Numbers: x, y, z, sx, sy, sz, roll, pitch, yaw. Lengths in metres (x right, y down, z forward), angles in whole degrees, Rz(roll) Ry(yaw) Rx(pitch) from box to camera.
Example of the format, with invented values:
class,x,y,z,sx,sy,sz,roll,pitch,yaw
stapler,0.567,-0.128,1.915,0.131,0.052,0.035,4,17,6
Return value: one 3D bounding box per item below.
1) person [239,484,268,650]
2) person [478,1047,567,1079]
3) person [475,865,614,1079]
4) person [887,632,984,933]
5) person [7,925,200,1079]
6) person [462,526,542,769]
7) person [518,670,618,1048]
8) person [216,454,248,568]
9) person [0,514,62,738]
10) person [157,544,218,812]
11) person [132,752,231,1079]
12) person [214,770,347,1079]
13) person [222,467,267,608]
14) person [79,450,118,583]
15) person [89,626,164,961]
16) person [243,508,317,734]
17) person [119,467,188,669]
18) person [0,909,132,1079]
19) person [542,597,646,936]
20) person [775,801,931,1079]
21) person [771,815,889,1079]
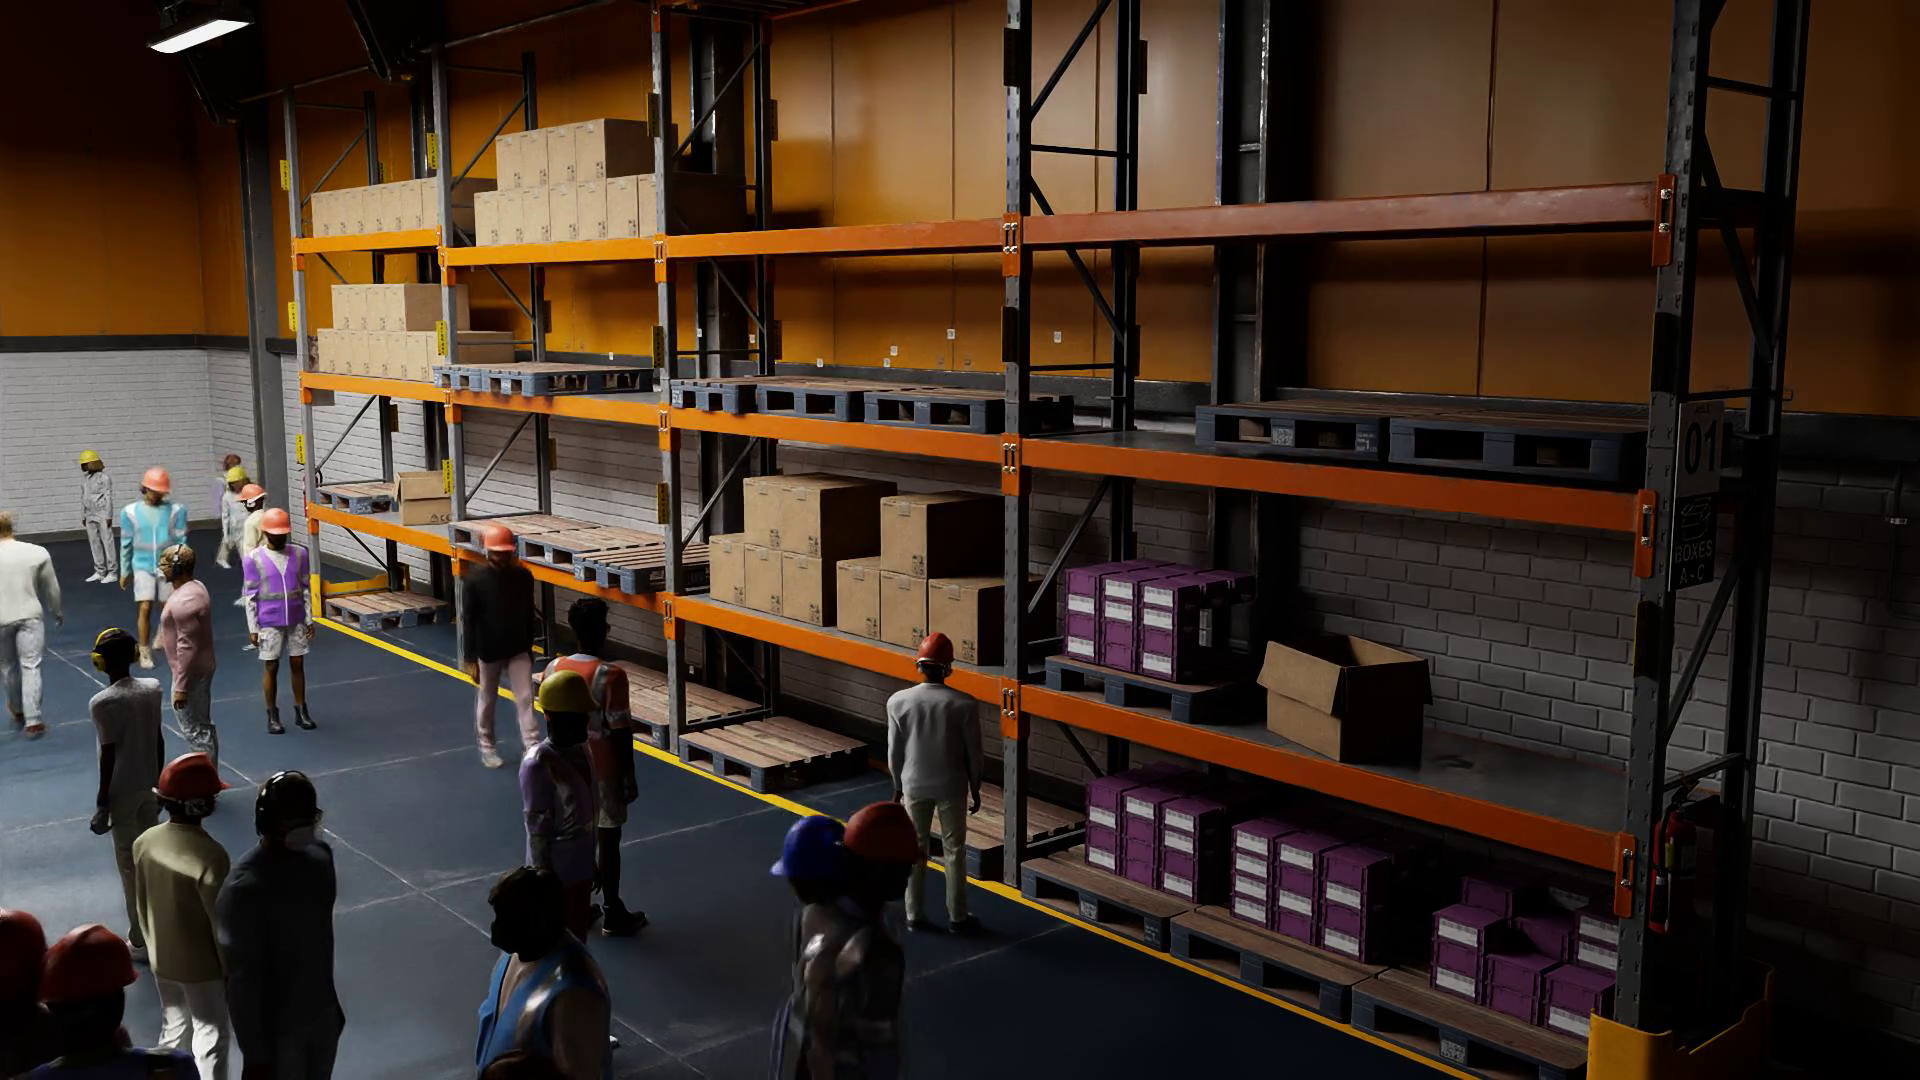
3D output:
class,x,y,z,sx,sy,sz,roll,pitch,yaw
person,-7.366,0.278,17.466,0.351,1.738,0.574,0,8,1
person,-1.116,2.185,4.620,0.475,1.618,0.521,3,9,21
person,-1.366,1.955,5.495,0.431,1.835,0.623,-5,10,-33
person,-0.135,1.399,9.611,0.563,1.752,0.326,1,8,10
person,-2.379,2.025,4.649,0.543,1.932,0.376,-4,9,-26
person,-3.477,0.860,12.704,0.645,1.934,1.028,-7,11,-39
person,-1.858,1.560,7.894,0.369,1.927,0.587,1,8,8
person,-9.809,-0.371,22.483,0.871,1.596,0.507,3,9,18
person,-7.980,0.697,14.059,0.660,1.876,0.990,-4,9,-27
person,-5.498,0.985,11.850,0.372,1.940,0.627,-3,9,-18
person,-3.237,1.764,7.072,0.564,1.752,0.337,5,9,30
person,-2.496,1.799,6.200,0.369,1.936,0.630,1,8,8
person,-8.515,-0.042,19.886,0.508,1.684,0.965,0,8,2
person,-11.197,-0.307,21.553,0.490,1.734,0.326,3,9,20
person,-4.602,1.402,9.214,0.314,1.864,0.530,2,8,13
person,-5.727,0.679,14.044,0.550,1.925,0.392,-7,11,-41
person,-8.100,0.251,16.716,0.639,2.015,0.737,-4,9,-26
person,-2.640,1.991,4.714,0.617,1.984,0.408,-3,9,-21
person,-2.109,1.297,9.586,0.607,1.966,0.367,4,9,26
person,-0.425,1.875,5.608,0.895,1.979,0.628,-4,9,-23
person,-0.340,1.874,5.739,0.691,1.916,0.635,2,8,12
